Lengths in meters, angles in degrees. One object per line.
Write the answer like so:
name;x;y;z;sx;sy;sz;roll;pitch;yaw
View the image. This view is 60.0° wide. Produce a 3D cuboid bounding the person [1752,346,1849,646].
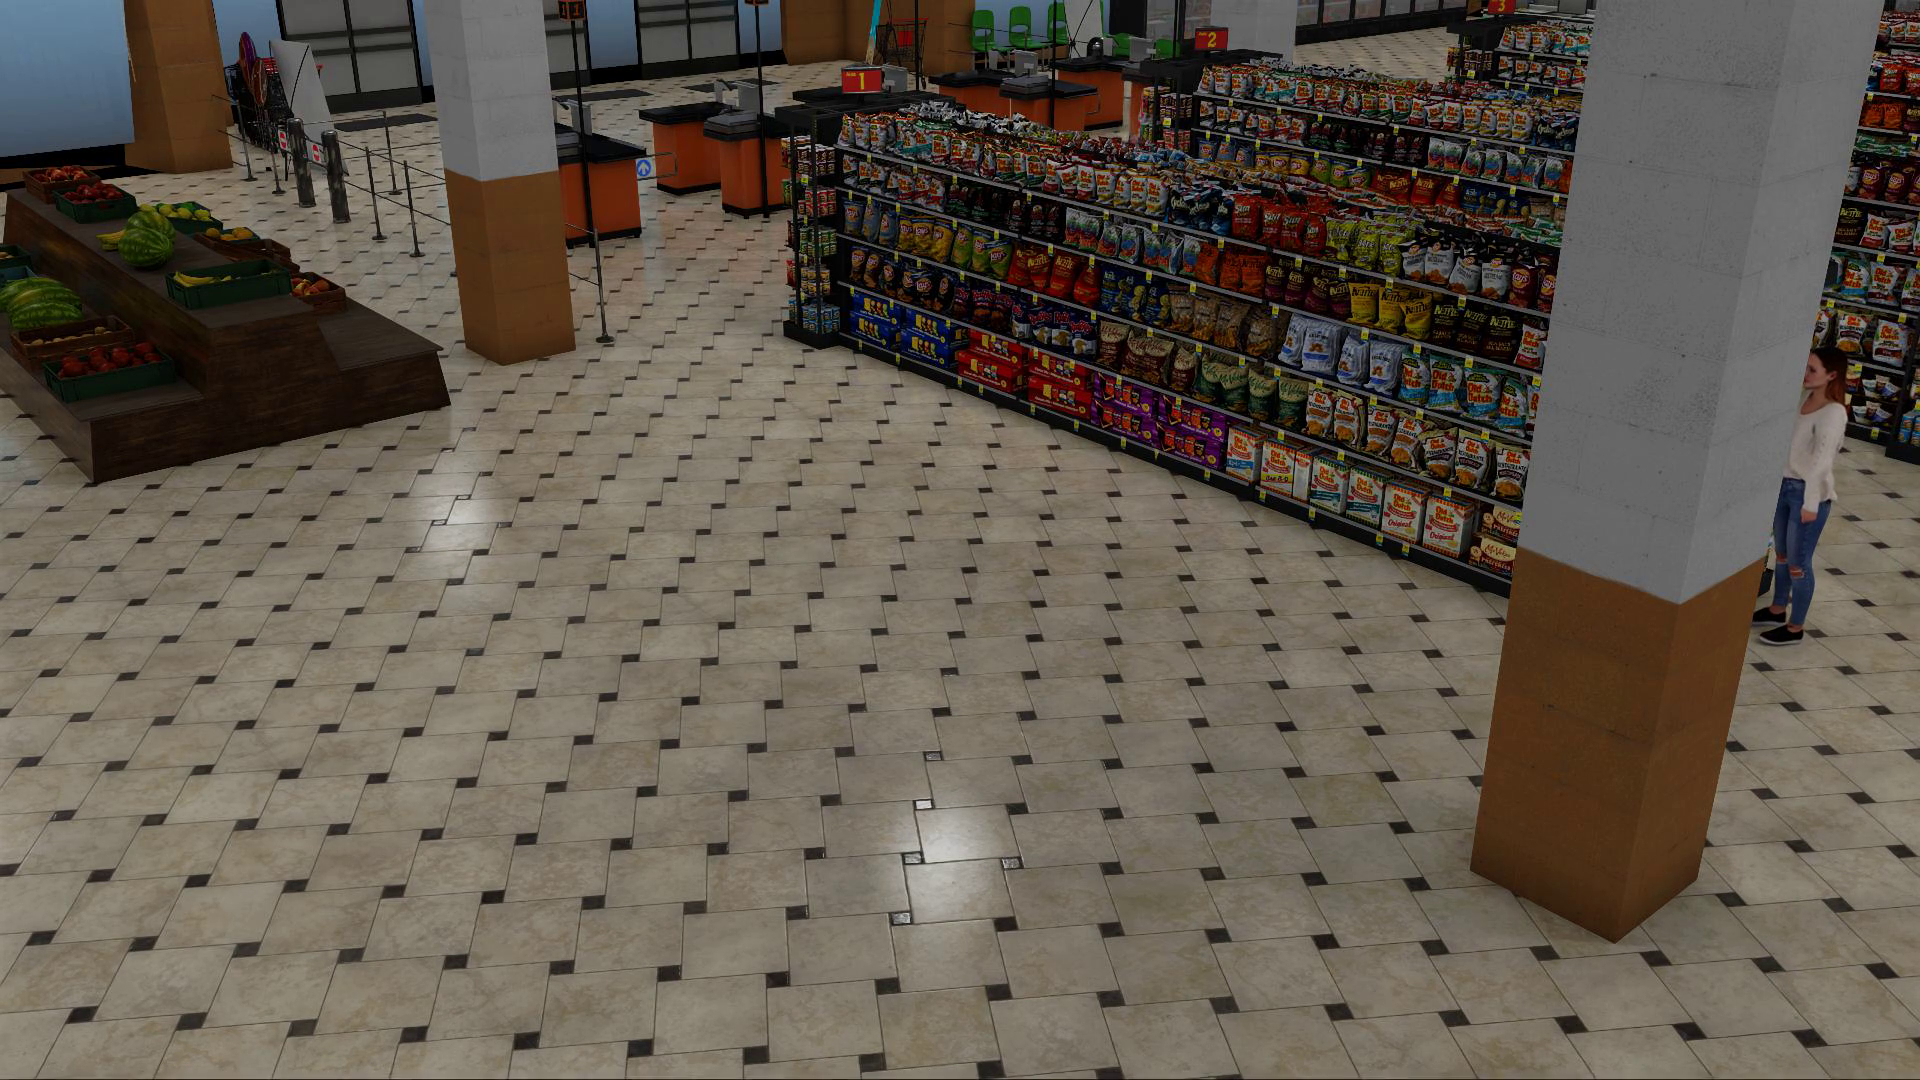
person;4.625;-0.245;9.119;0.763;1.692;0.694;1;24;2
